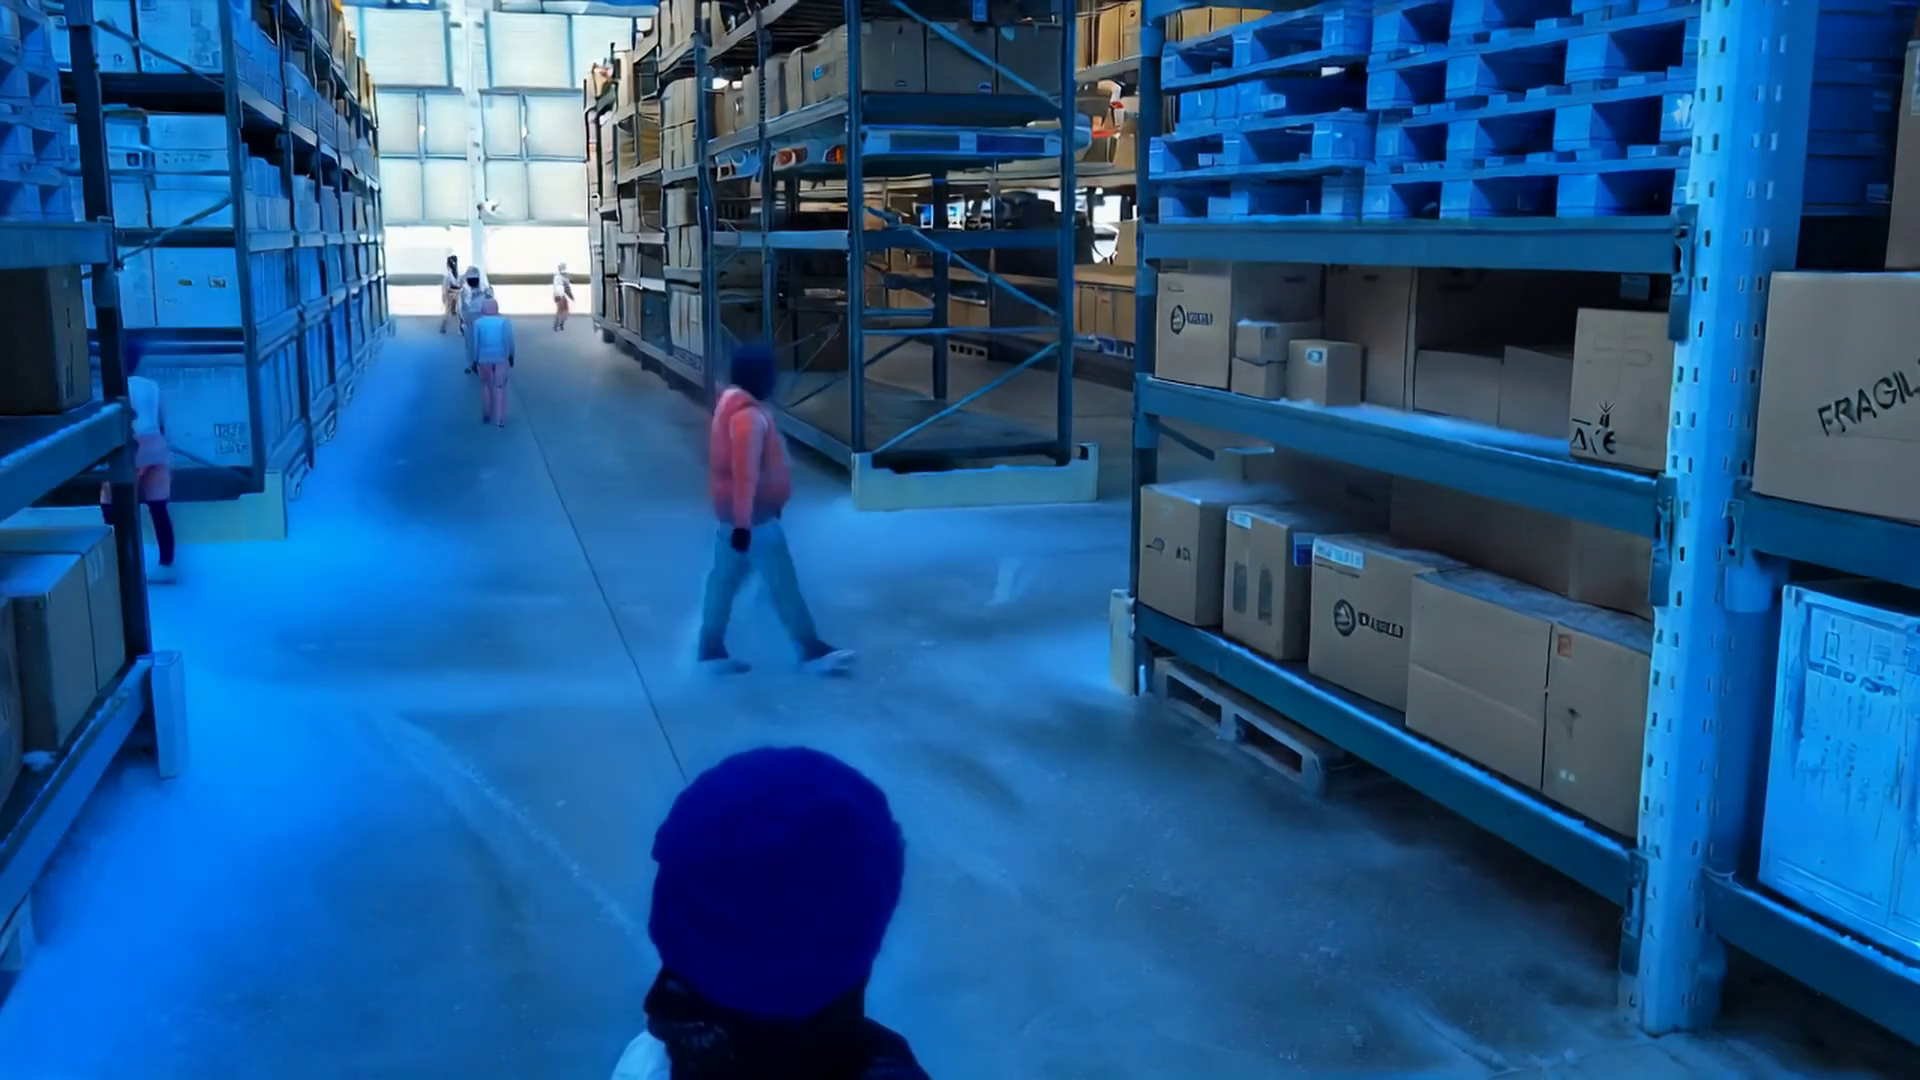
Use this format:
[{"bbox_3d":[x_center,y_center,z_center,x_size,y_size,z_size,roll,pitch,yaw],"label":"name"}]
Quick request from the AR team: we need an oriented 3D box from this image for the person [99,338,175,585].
[{"bbox_3d":[-5.638,-0.527,11.258,0.726,1.663,0.559,4,11,22],"label":"person"}]

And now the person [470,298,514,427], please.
[{"bbox_3d":[-5.814,-2.209,20.724,0.510,1.590,0.904,-3,11,-16],"label":"person"}]

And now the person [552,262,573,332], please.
[{"bbox_3d":[-9.840,-5.983,41.024,0.461,1.728,0.533,-10,14,-43],"label":"person"}]

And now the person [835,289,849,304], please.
[{"bbox_3d":[-2.531,-5.237,36.372,0.375,1.934,0.548,5,12,26],"label":"person"}]

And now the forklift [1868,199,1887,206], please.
[{"bbox_3d":[11.338,-2.915,21.052,1.129,2.768,1.873,-3,11,-17],"label":"forklift"}]

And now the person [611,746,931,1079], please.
[{"bbox_3d":[-0.133,1.116,1.590,0.587,1.920,0.391,9,14,41],"label":"person"}]

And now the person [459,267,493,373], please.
[{"bbox_3d":[-8.346,-3.788,28.721,0.591,1.829,0.404,-1,10,-8],"label":"person"}]

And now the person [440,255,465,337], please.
[{"bbox_3d":[-11.982,-5.753,39.238,0.657,1.930,0.622,8,13,39],"label":"person"}]

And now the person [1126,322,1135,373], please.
[{"bbox_3d":[2.301,-2.161,20.436,0.519,1.589,0.828,1,10,4],"label":"person"}]

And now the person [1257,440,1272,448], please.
[{"bbox_3d":[2.546,-0.899,12.681,0.889,1.914,0.639,2,11,11],"label":"person"}]

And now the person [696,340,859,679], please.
[{"bbox_3d":[-0.997,-0.146,8.805,0.915,1.800,0.644,-3,11,-14],"label":"person"}]
